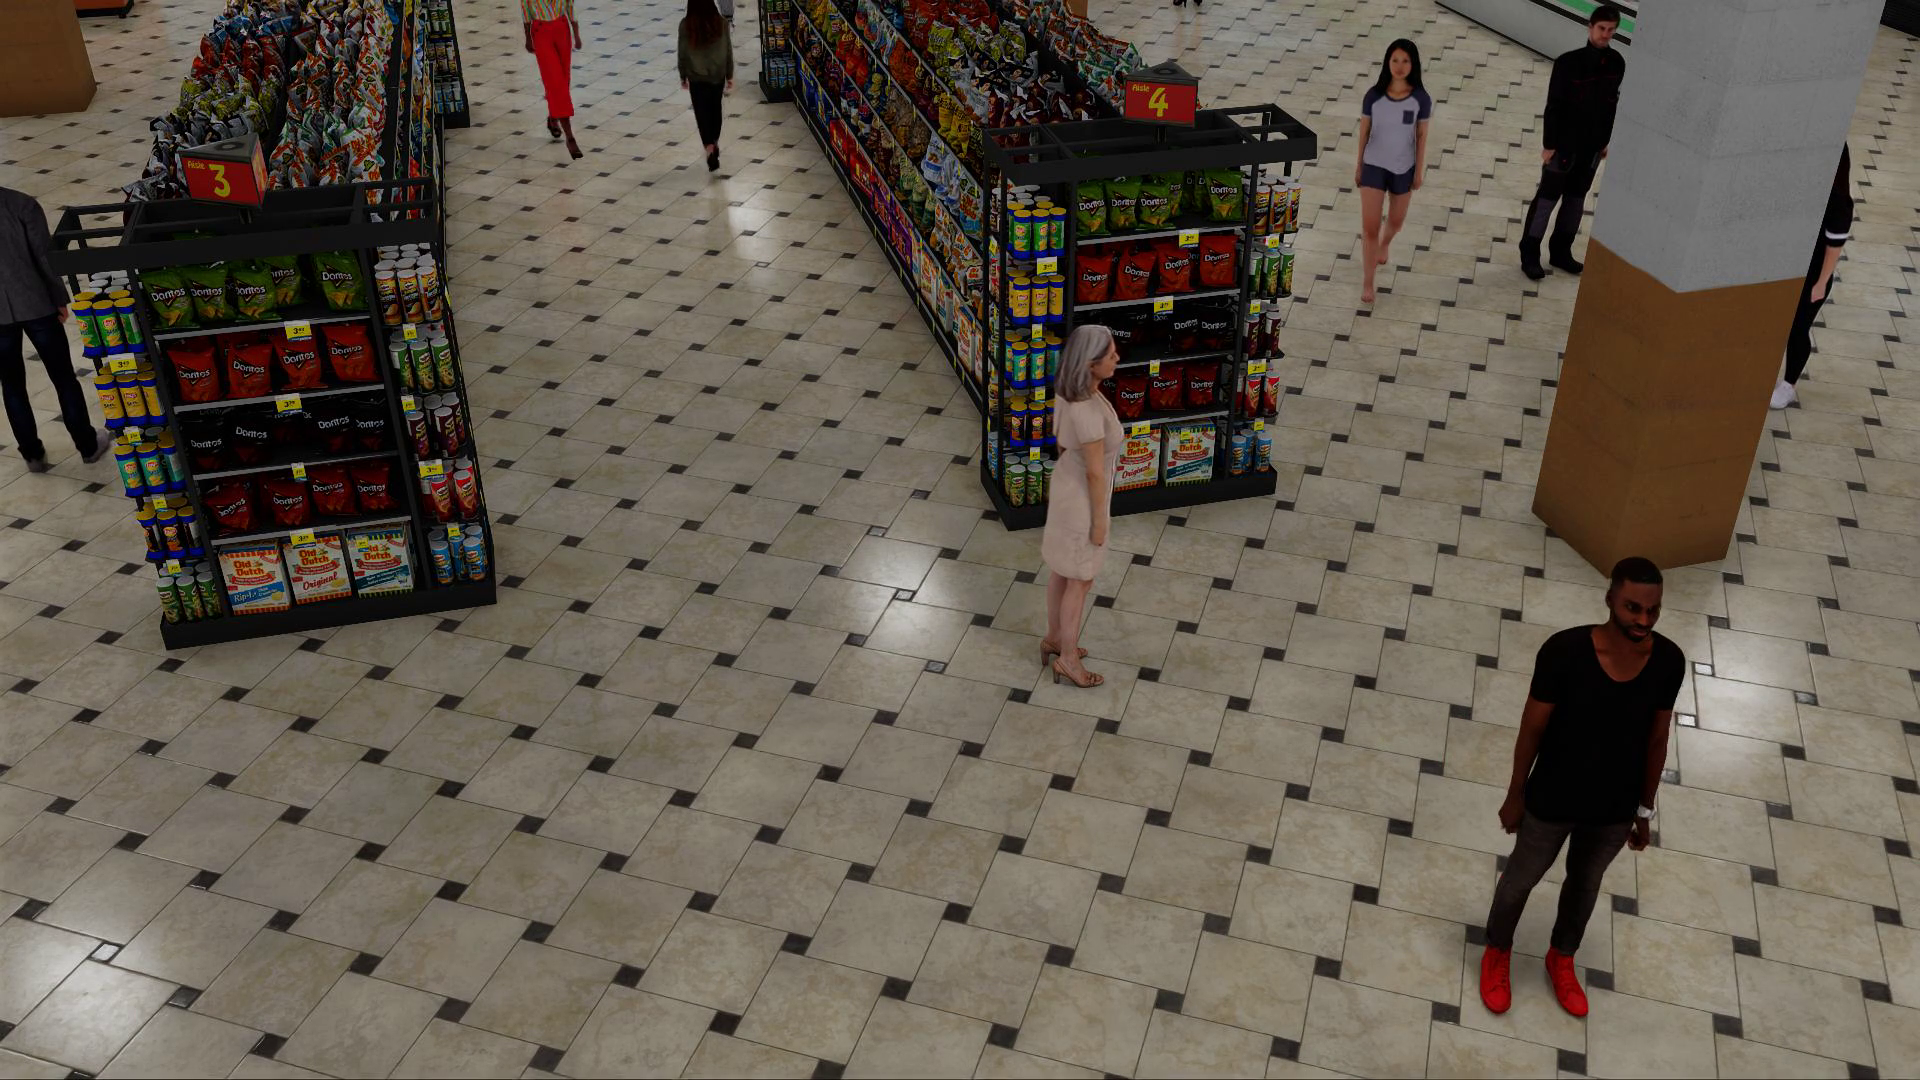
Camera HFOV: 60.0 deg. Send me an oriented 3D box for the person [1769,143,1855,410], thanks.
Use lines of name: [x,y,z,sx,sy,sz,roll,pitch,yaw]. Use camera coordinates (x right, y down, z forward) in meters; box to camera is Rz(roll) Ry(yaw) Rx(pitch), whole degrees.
person: [4.868,-1.552,9.634,0.688,1.631,0.551,-11,34,-18]

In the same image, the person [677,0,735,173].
person: [-2.000,-3.641,13.165,0.592,1.449,0.951,-9,33,-14]

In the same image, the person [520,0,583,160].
person: [-3.322,-4.030,13.511,0.760,1.744,1.191,-15,35,-23]

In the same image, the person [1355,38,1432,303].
person: [2.878,-2.490,11.102,0.925,1.674,1.149,7,33,11]

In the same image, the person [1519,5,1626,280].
person: [4.161,-2.695,11.274,0.725,1.840,0.566,-10,33,-15]

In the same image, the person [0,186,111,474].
person: [-5.063,-1.253,8.929,0.688,1.869,0.596,-11,33,-17]

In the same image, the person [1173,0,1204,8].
person: [2.477,-6.489,17.532,0.685,1.671,0.610,-7,33,-11]

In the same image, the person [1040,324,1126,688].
person: [0.521,-0.141,7.269,0.653,1.735,0.480,-7,33,-12]

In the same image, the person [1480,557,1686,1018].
person: [2.105,0.829,5.644,0.723,1.805,0.677,2,32,3]
